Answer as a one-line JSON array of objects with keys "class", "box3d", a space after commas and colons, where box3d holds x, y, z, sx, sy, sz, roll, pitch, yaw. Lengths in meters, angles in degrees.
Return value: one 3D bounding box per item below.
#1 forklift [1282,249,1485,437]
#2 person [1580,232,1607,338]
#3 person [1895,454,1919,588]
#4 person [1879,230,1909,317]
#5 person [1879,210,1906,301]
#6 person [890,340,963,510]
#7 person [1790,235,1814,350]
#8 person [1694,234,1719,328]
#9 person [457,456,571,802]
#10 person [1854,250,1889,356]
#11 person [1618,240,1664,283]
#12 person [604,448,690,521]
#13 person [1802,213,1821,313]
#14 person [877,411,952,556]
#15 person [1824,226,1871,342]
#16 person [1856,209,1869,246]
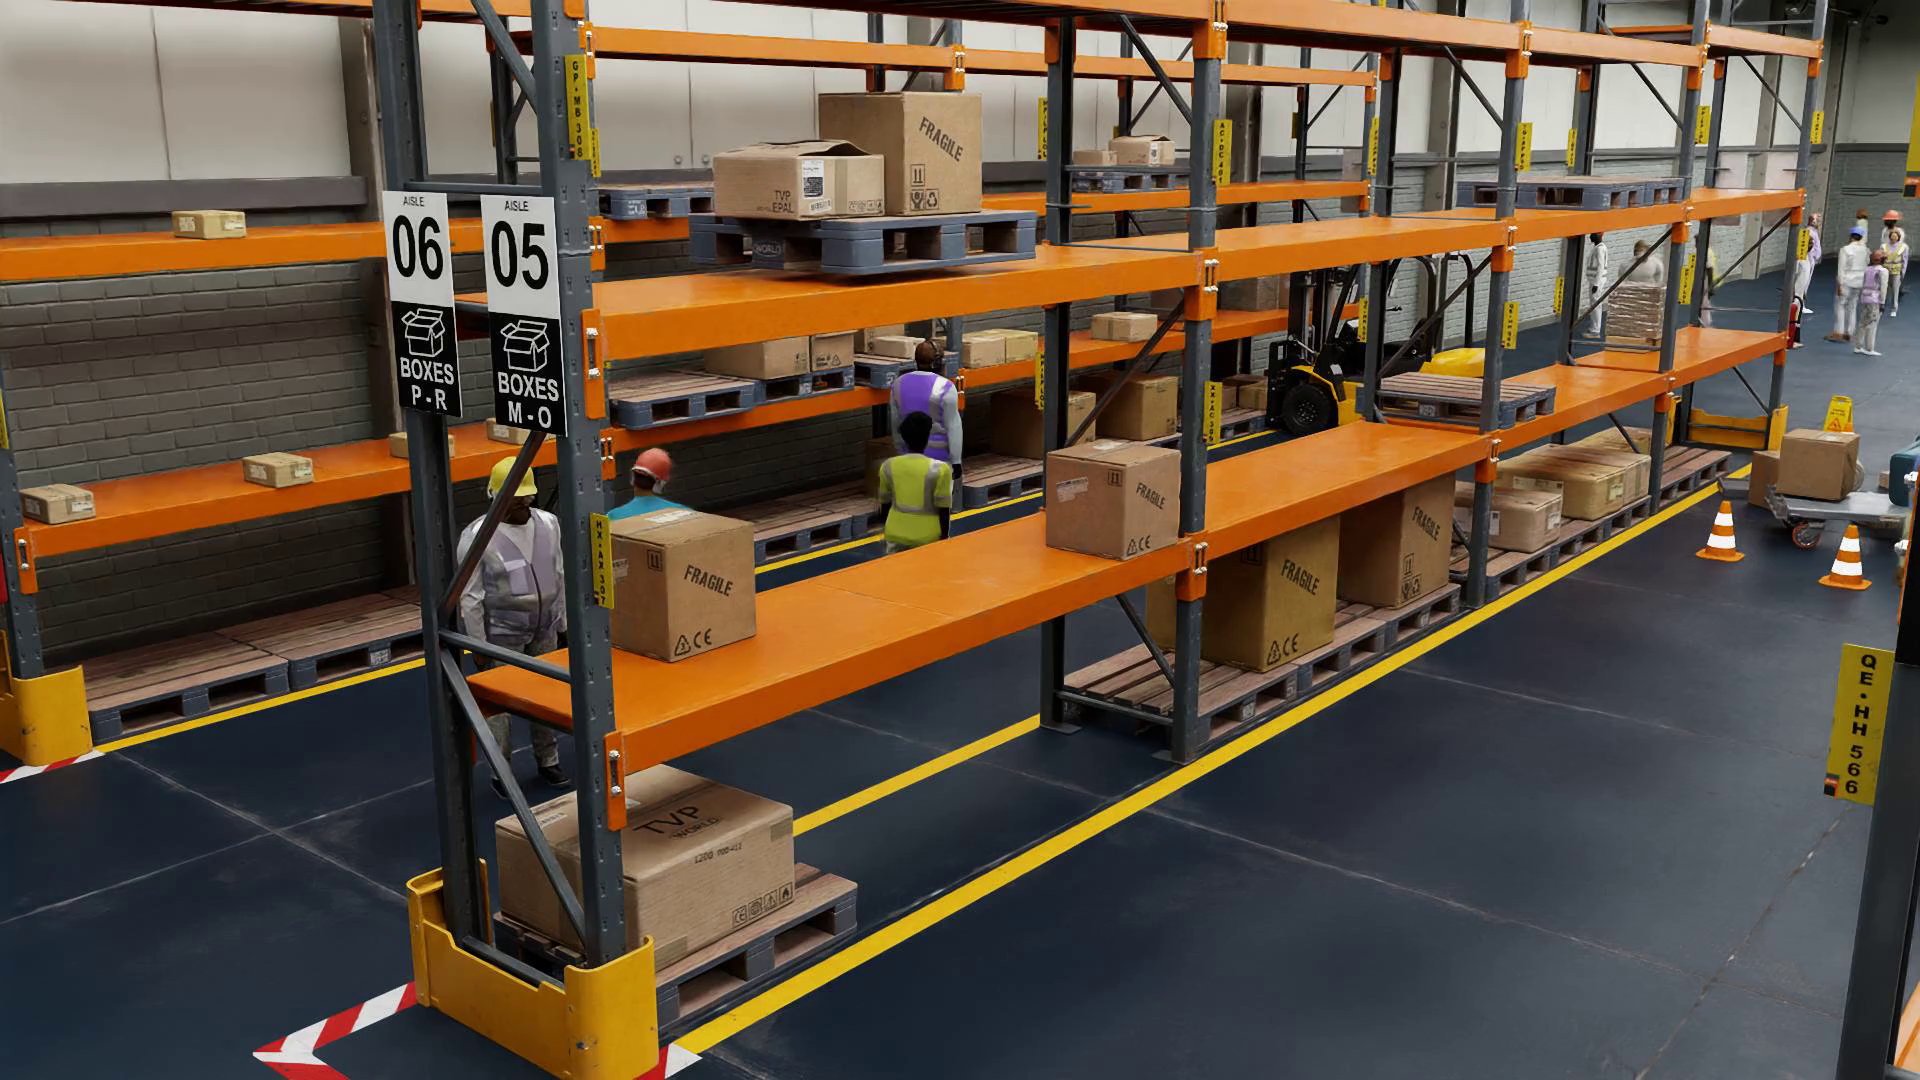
[{"class": "forklift", "box3d": [4.886, -2.214, 18.767, 2.313, 2.155, 1.214, 11, 18, 38]}, {"class": "person", "box3d": [10.767, -4.367, 28.176, 0.342, 1.881, 0.579, 4, 14, 17]}, {"class": "person", "box3d": [5.845, 0.101, 9.697, 0.662, 2.025, 0.542, 7, 15, 25]}, {"class": "person", "box3d": [17.597, -5.040, 31.442, 0.517, 1.631, 0.316, 11, 18, 38]}, {"class": "person", "box3d": [18.540, -5.592, 33.076, 0.656, 1.923, 0.558, 1, 14, 2]}, {"class": "person", "box3d": [-0.239, -0.662, 13.185, 0.634, 1.836, 0.429, 9, 16, 32]}, {"class": "person", "box3d": [13.438, -3.979, 26.705, 0.342, 1.839, 0.501, 13, 19, 42]}, {"class": "person", "box3d": [12.281, -4.136, 27.409, 0.409, 1.812, 0.737, 3, 14, 12]}, {"class": "person", "box3d": [-2.293, 0.457, 8.667, 0.404, 1.824, 0.586, 13, 19, 42]}, {"class": "person", "box3d": [14.257, -3.705, 25.984, 0.314, 1.639, 0.516, -2, 14, -7]}, {"class": "person", "box3d": [10.283, -3.615, 25.190, 0.641, 1.870, 1.056, 8, 16, 29]}, {"class": "person", "box3d": [-1.791, 0.327, 9.459, 0.597, 1.700, 0.644, -9, 17, -33]}, {"class": "person", "box3d": [16.356, -5.329, 32.064, 0.399, 1.900, 0.644, 5, 15, 19]}, {"class": "person", "box3d": [-0.271, -0.023, 10.926, 0.548, 1.665, 0.716, 5, 15, 21]}, {"class": "person", "box3d": [14.814, -4.255, 27.690, 0.675, 1.898, 0.500, -4, 14, -15]}, {"class": "person", "box3d": [21.727, -7.165, 40.152, 0.555, 1.607, 0.356, -11, 18, -38]}]
